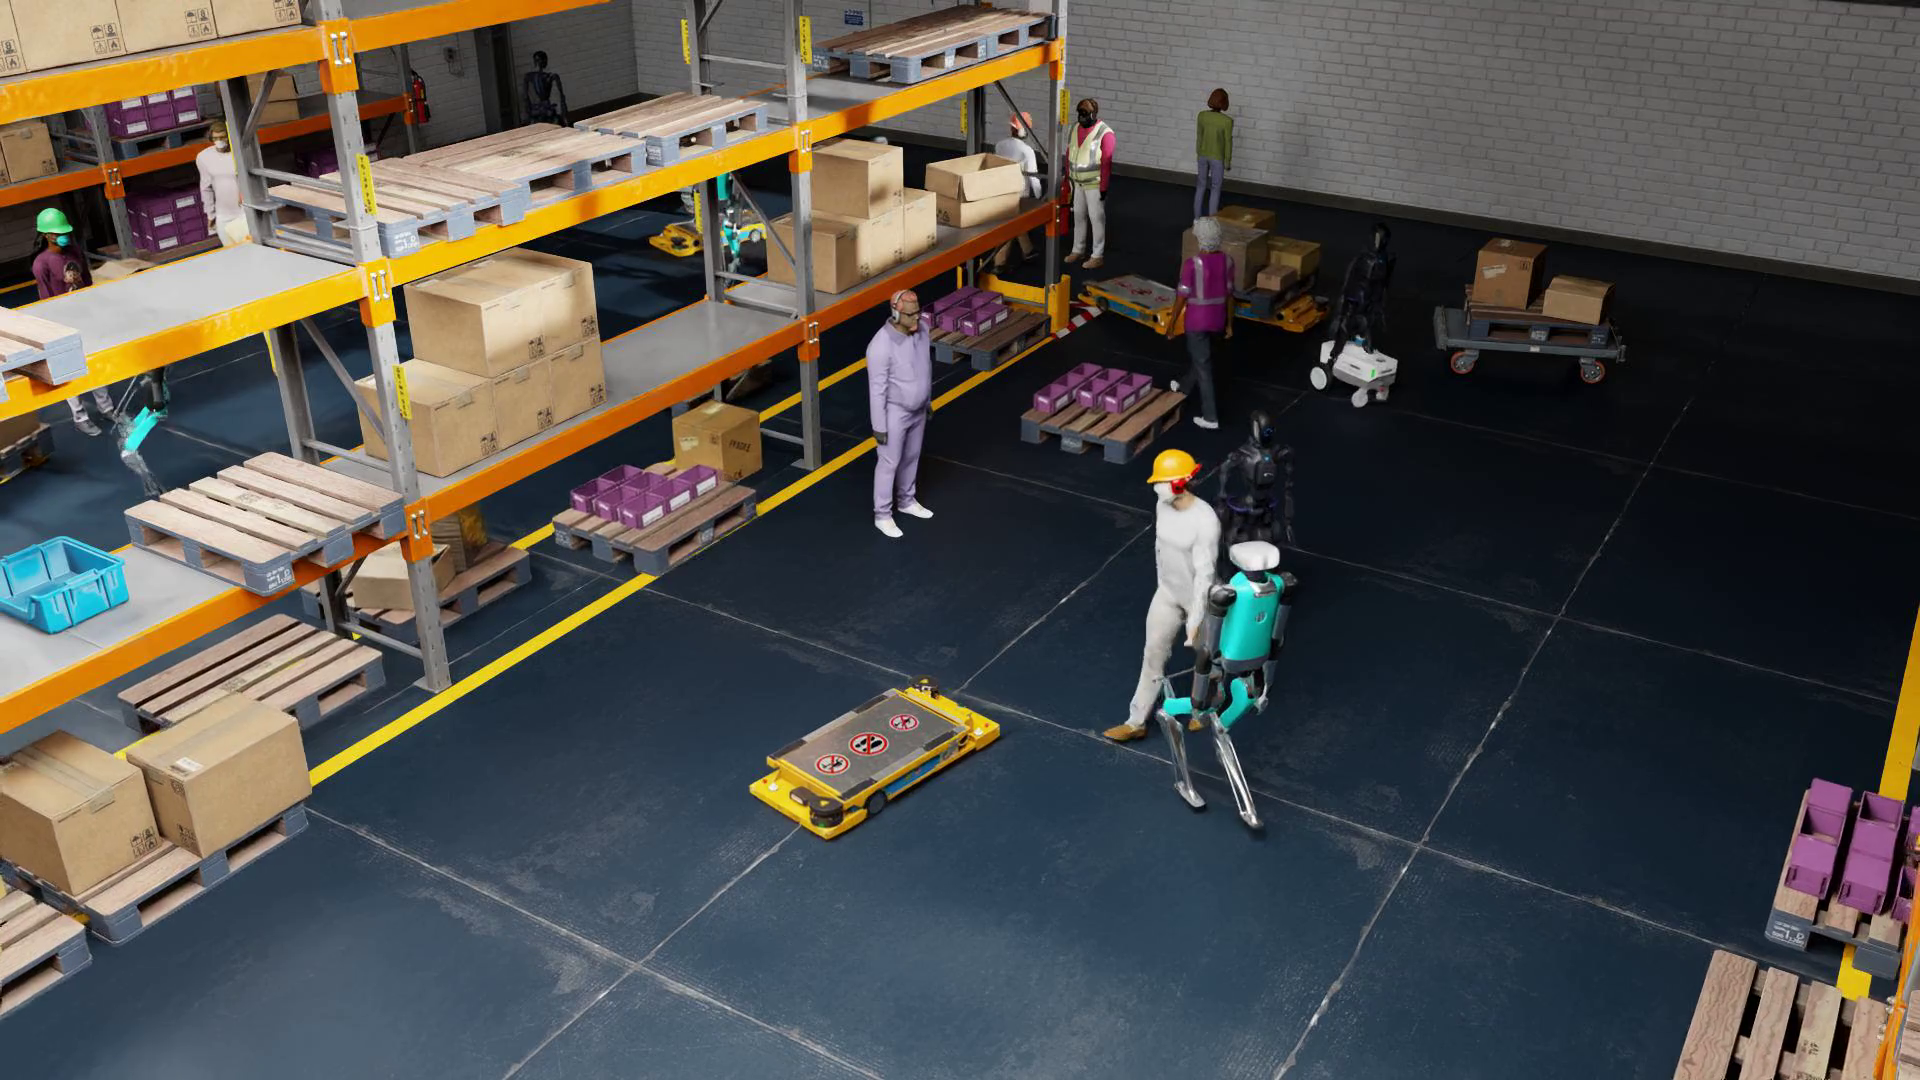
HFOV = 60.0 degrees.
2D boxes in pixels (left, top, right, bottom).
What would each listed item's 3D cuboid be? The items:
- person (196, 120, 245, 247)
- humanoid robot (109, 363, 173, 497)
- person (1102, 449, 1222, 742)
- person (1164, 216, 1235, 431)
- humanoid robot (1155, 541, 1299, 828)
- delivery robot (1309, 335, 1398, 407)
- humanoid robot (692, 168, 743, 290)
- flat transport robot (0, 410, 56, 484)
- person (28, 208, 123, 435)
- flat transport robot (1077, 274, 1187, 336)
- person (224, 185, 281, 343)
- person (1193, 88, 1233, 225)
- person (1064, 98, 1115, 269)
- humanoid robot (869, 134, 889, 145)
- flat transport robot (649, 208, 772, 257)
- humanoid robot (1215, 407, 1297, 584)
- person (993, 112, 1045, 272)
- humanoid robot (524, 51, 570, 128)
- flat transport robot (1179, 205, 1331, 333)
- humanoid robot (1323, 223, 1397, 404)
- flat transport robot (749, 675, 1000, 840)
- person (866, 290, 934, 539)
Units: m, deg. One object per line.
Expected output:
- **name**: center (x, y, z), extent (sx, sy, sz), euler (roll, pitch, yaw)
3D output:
- **person**: center (-7.328, -3.305, 16.884), extent (0.632, 1.932, 0.372), euler (0, 27, -1)
- **humanoid robot**: center (-6.317, -1.085, 12.777), extent (0.776, 1.821, 0.531), euler (-10, 28, -18)
- **person**: center (1.260, 0.374, 9.713), extent (0.901, 1.844, 0.599), euler (-23, 35, -37)
- **person**: center (2.028, -1.880, 14.210), extent (0.541, 1.803, 0.907), euler (-13, 30, -23)
- **humanoid robot**: center (1.424, 0.748, 9.082), extent (0.573, 1.746, 0.883), euler (-13, 30, -24)
- **delivery robot**: center (3.546, -1.546, 14.949), extent (0.502, 0.613, 0.785), euler (-16, 31, -29)
- **humanoid robot**: center (-2.428, -3.330, 17.106), extent (0.553, 1.728, 0.932), euler (5, 27, 10)
- **flat transport robot**: center (-7.947, -0.466, 13.117), extent (0.659, 0.231, 1.431), euler (4, 27, 8)
- **person**: center (-7.448, -1.840, 13.983), extent (0.432, 1.944, 0.481), euler (10, 29, 19)
- **flat transport robot**: center (1.902, -2.405, 16.937), extent (0.659, 0.231, 1.431), euler (-18, 32, -31)
- **person**: center (-6.502, -2.510, 15.517), extent (0.577, 1.726, 0.713), euler (-14, 30, -26)
- **person**: center (2.970, -4.470, 19.506), extent (0.492, 1.624, 0.281), euler (21, 34, 36)
- **person**: center (1.382, -3.893, 18.147), extent (0.617, 1.836, 0.432), euler (23, 35, 37)
- **humanoid robot**: center (-0.911, -3.421, 17.403), extent (0.654, 1.632, 0.609), euler (-19, 32, -32)
- **flat transport robot**: center (-2.802, -3.552, 19.197), extent (1.431, 0.231, 0.659), euler (-20, 33, -34)
- **humanoid robot**: center (1.900, -0.129, 10.945), extent (0.609, 1.634, 0.741), euler (-9, 28, -17)
- **person**: center (0.646, -3.799, 18.102), extent (0.866, 1.693, 0.557), euler (-18, 32, -31)
- **humanoid robot**: center (-5.339, -5.478, 21.487), extent (0.612, 1.621, 0.785), euler (6, 27, 11)
- **flat transport robot**: center (2.981, -2.413, 16.953), extent (1.431, 0.231, 0.659), euler (18, 32, 31)
- **humanoid robot**: center (3.515, -1.987, 14.593), extent (0.611, 1.622, 0.712), euler (-14, 30, -25)
- **flat transport robot**: center (-0.480, 1.249, 9.738), extent (0.659, 0.231, 1.431), euler (23, 35, 38)
- **person**: center (-0.415, -0.943, 12.273), extent (0.406, 1.894, 0.659), euler (17, 31, 30)
